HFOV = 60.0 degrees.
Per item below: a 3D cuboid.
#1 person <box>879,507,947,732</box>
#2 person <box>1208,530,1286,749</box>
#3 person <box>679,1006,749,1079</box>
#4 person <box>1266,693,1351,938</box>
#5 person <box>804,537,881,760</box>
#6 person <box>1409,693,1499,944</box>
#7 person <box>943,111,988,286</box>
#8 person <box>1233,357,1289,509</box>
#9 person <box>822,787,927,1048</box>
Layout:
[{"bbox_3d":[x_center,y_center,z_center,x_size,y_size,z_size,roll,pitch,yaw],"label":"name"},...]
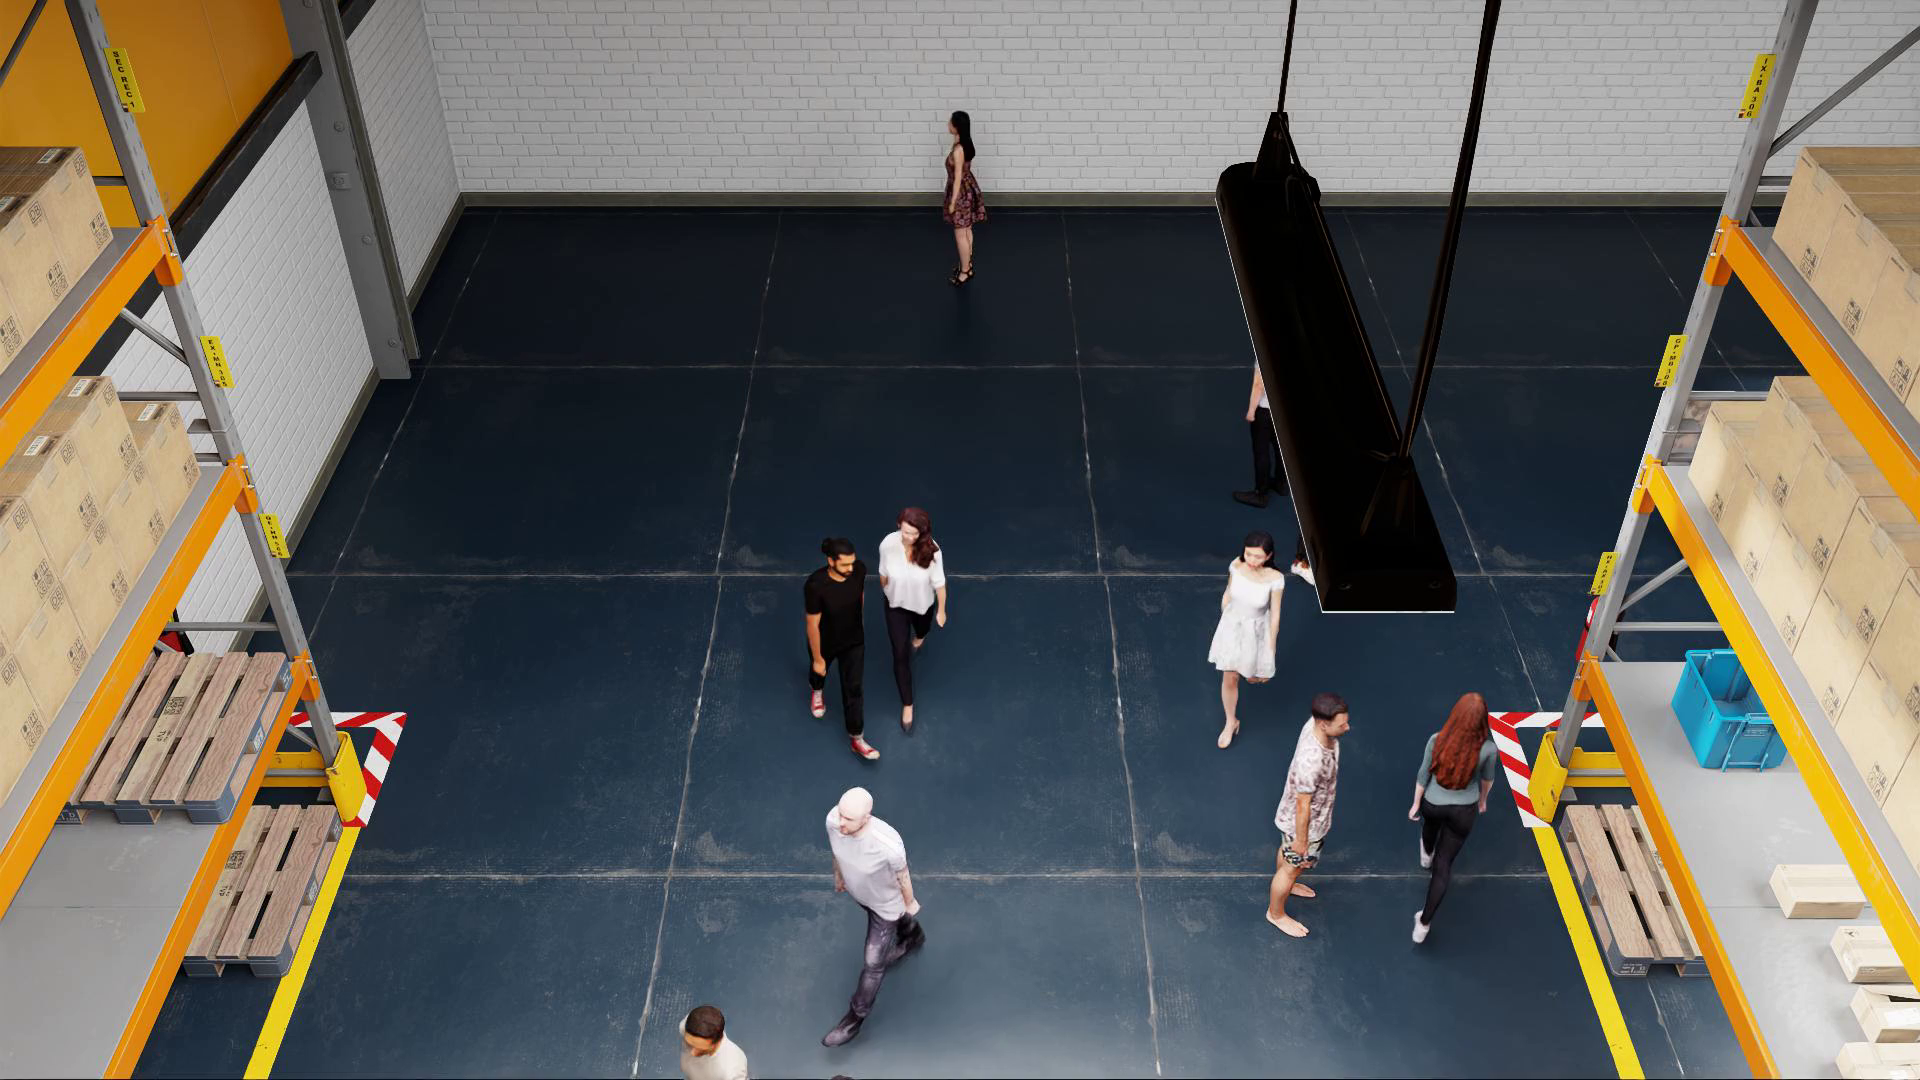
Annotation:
[{"bbox_3d":[-0.332,0.390,11.441,0.624,1.742,1.168,2,39,3],"label":"person"},{"bbox_3d":[1.952,0.606,11.160,0.925,1.755,1.065,23,44,26],"label":"person"},{"bbox_3d":[-1.122,2.821,8.381,1.197,1.762,1.156,-27,46,-30],"label":"person"},{"bbox_3d":[2.051,1.585,9.886,0.793,1.815,0.612,12,40,14],"label":"person"},{"bbox_3d":[-0.867,0.615,11.189,1.026,1.705,1.240,-18,42,-21],"label":"person"},{"bbox_3d":[2.897,1.664,9.882,0.841,1.697,1.211,11,40,13],"label":"person"},{"bbox_3d":[-0.002,-3.311,16.050,0.793,1.773,0.682,11,40,13],"label":"person"},{"bbox_3d":[2.495,-1.099,13.213,0.752,1.857,0.812,-32,48,-33],"label":"person"},{"bbox_3d":[-0.410,1.976,9.442,1.200,1.759,1.302,29,47,32],"label":"person"}]
